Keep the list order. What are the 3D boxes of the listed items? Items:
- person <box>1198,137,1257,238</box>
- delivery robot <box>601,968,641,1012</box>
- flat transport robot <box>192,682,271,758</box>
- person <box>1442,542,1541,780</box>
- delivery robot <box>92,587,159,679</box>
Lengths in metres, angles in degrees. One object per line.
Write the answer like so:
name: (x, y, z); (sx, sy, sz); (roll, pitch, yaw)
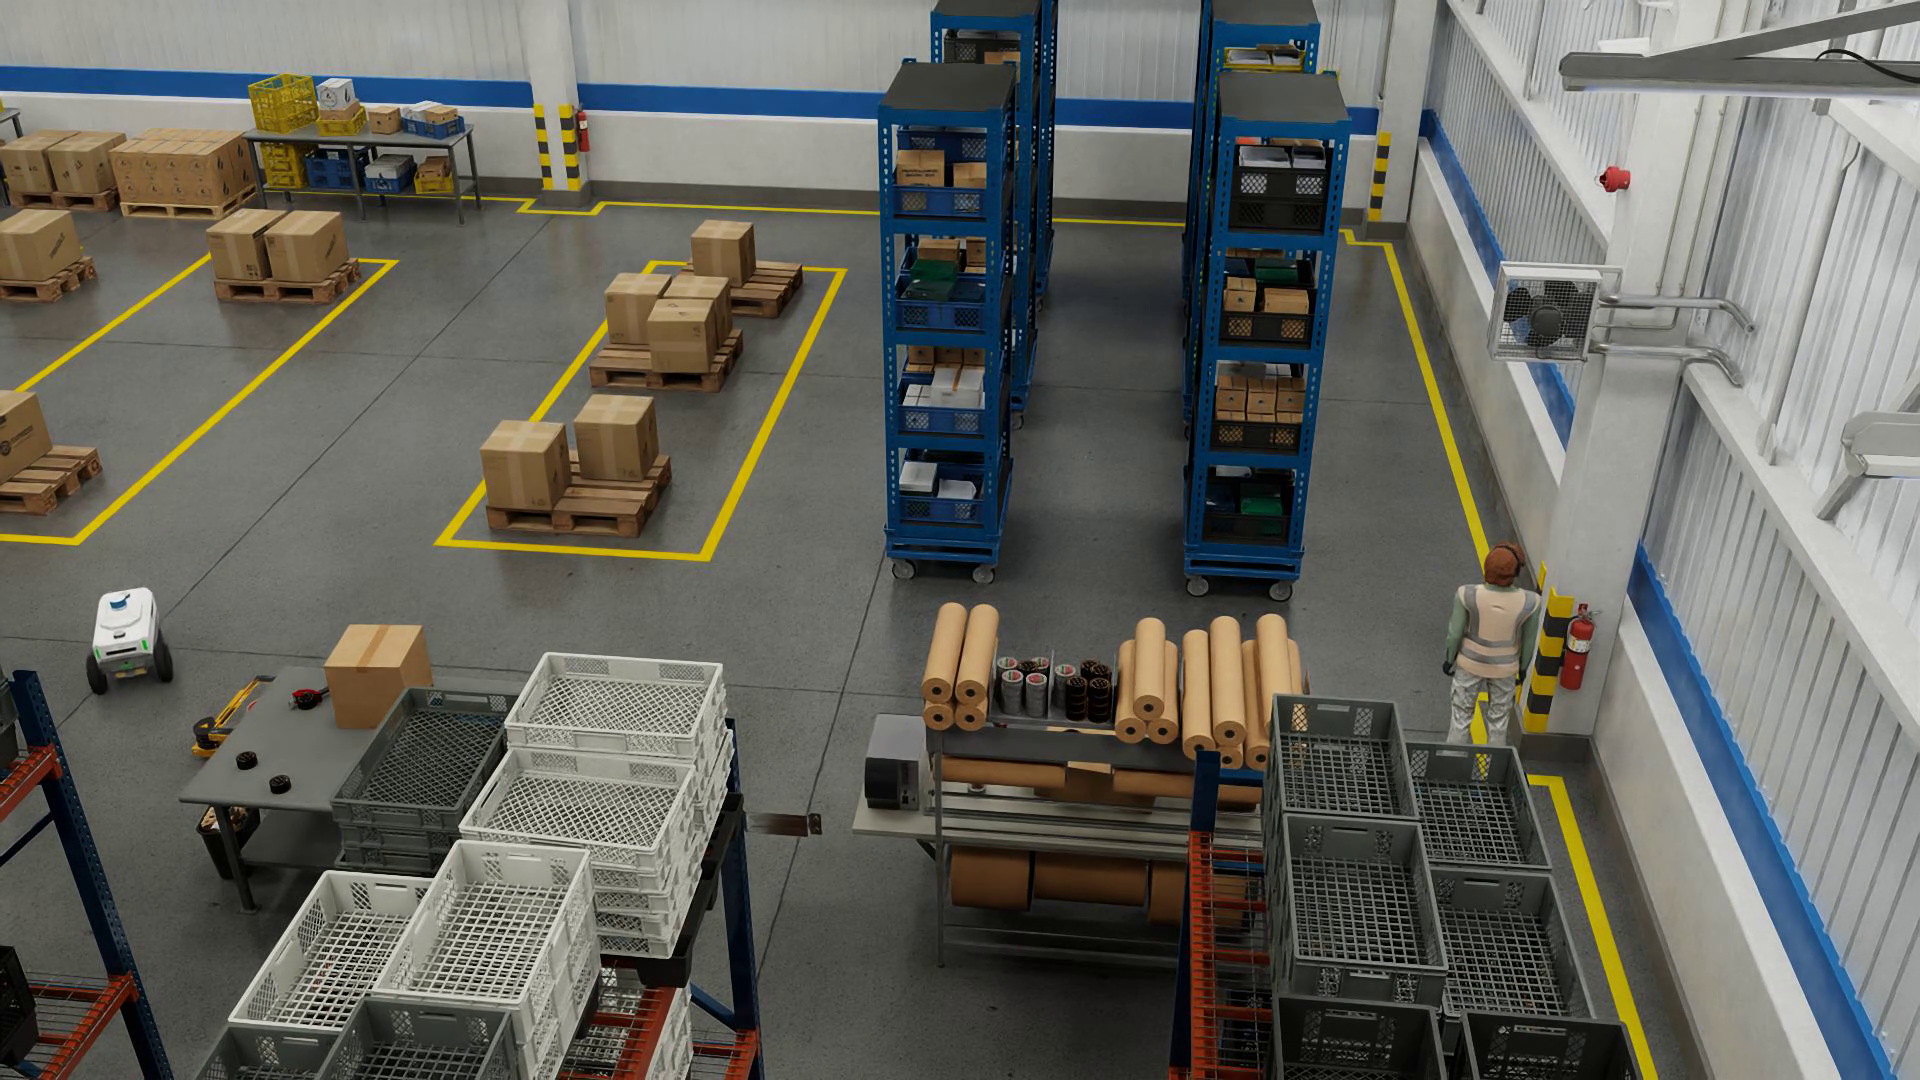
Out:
person: (2.614, -2.914, 15.987); (0.666, 1.962, 0.490); (3, 30, 6)
delivery robot: (-1.832, 2.246, 8.411); (0.707, 0.478, 0.477); (7, 30, 13)
flat transport robot: (-4.089, 1.163, 10.648); (1.431, 0.197, 0.652); (3, 30, 6)
person: (3.159, 0.758, 9.994); (0.514, 1.636, 0.315); (6, 31, 10)
delivery robot: (-5.648, 0.594, 11.255); (0.477, 0.478, 0.707); (-11, 32, -17)
